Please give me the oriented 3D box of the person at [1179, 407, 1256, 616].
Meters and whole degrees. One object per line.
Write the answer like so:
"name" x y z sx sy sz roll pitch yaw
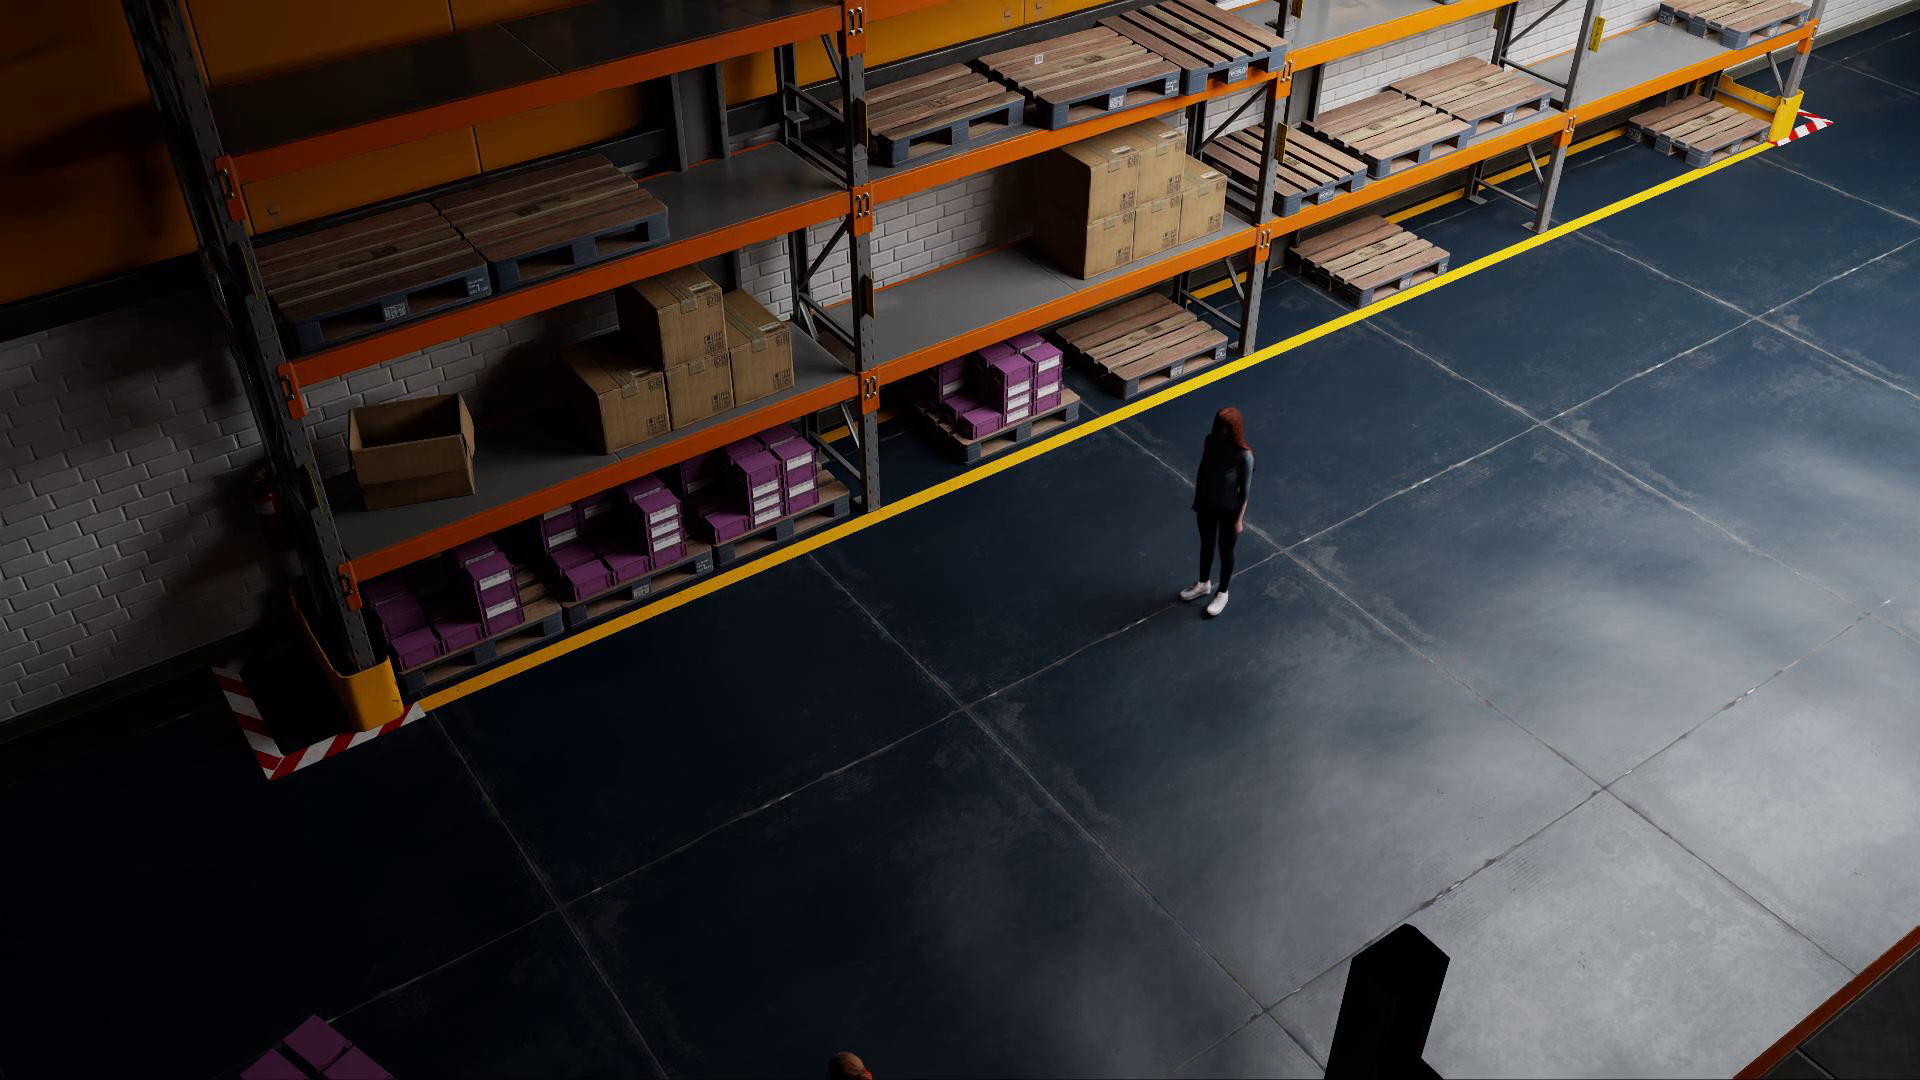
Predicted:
"person" 1.842 -0.217 11.750 0.551 1.742 0.599 -30 47 -32

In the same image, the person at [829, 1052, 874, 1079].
"person" -0.488 2.963 8.144 0.620 1.273 0.525 22 44 25
